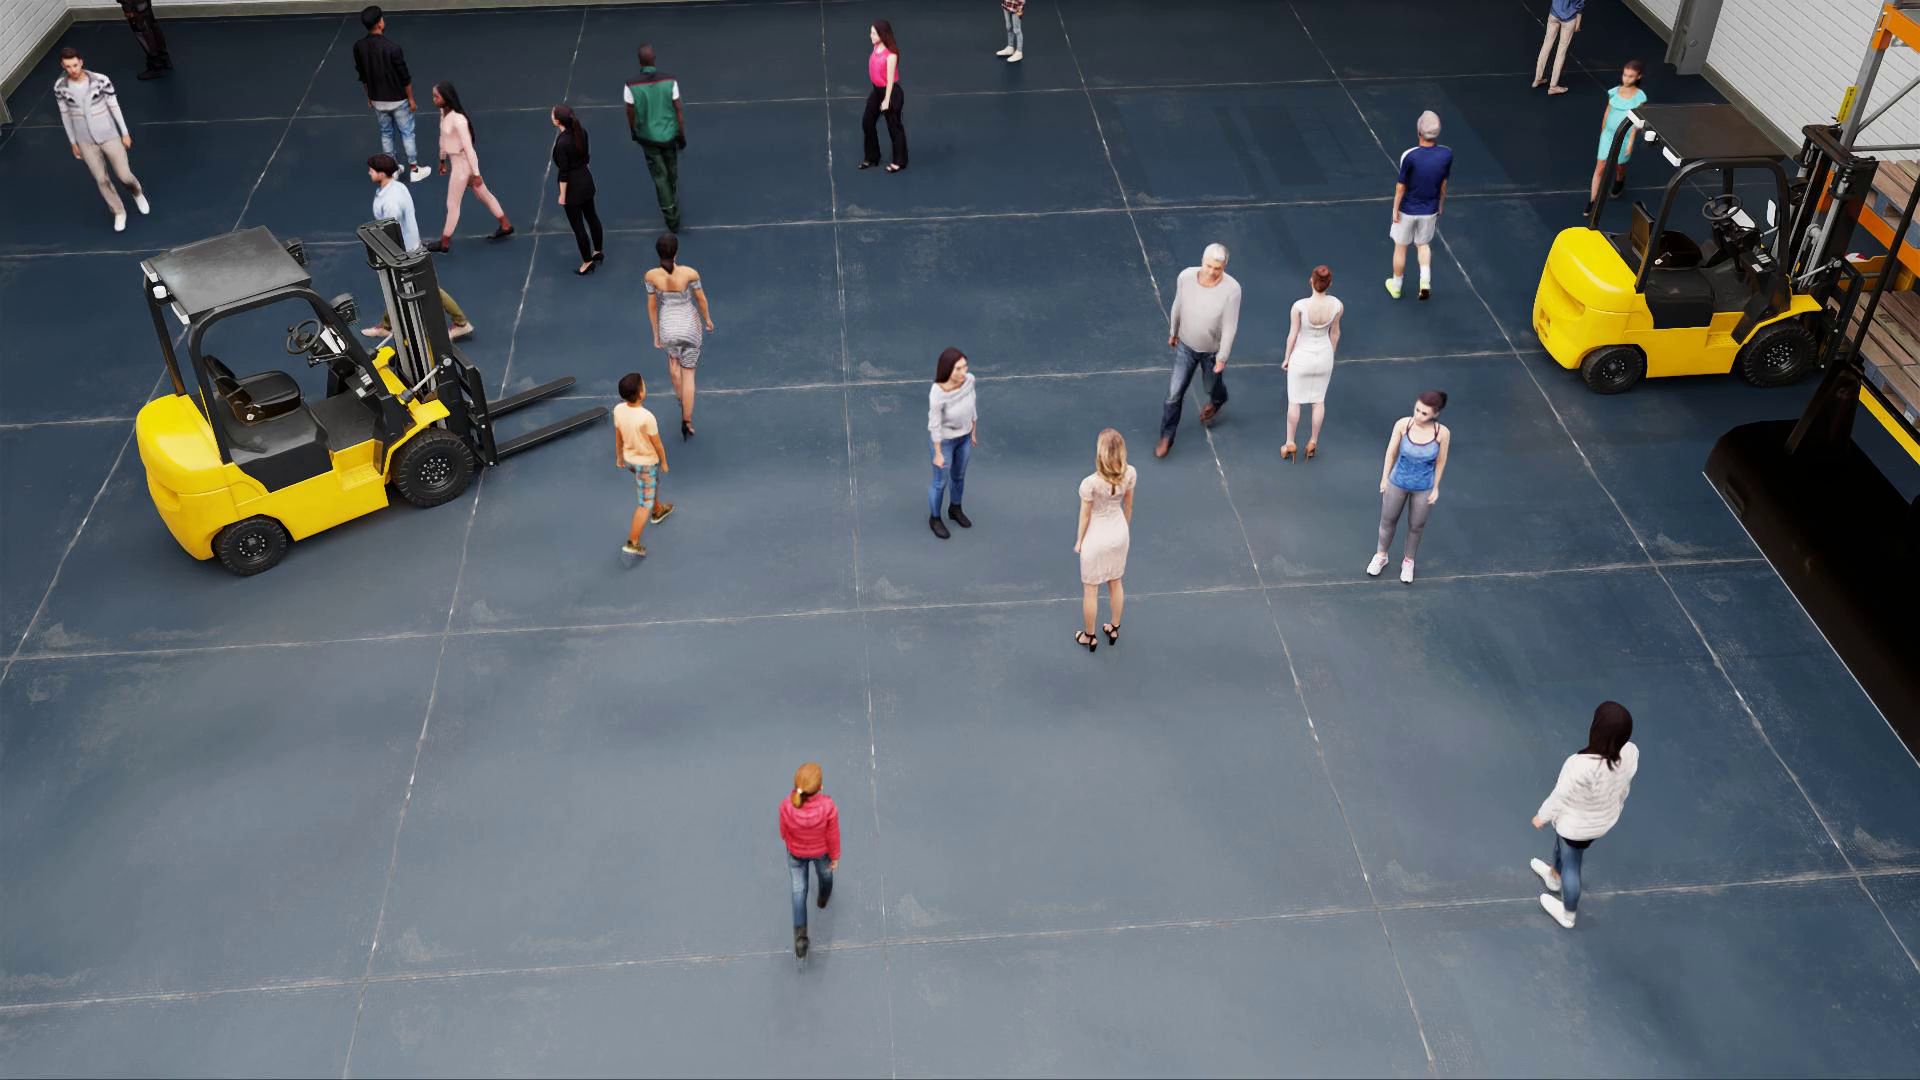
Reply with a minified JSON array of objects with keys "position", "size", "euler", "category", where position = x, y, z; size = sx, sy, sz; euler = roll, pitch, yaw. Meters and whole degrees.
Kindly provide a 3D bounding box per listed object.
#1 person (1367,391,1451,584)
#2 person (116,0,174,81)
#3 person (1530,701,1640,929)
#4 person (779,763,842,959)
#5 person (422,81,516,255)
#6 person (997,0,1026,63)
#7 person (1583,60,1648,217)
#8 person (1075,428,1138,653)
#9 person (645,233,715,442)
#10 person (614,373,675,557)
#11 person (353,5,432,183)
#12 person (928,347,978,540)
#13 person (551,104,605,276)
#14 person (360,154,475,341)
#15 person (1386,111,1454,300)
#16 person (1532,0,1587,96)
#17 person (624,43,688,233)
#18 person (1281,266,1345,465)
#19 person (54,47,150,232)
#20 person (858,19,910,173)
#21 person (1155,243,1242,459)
[{"position":[3.250,-0.398,11.968],"size":[0.644,1.609,0.652],"euler":[14,41,16],"category":"person"},{"position":[-9.472,-6.250,19.123],"size":[0.749,1.825,0.532],"euler":[-2,39,-2],"category":"person"},{"position":[3.599,1.615,9.436],"size":[0.770,1.623,0.837],"euler":[-21,43,-24],"category":"person"},{"position":[-0.870,1.811,9.454],"size":[0.549,1.294,0.900],"euler":[0,39,0],"category":"person"},{"position":[-4.642,-3.565,15.883],"size":[1.041,1.671,1.186],"euler":[-21,43,-24],"category":"person"},{"position":[0.640,-6.330,19.638],"size":[0.660,1.305,0.552],"euler":[-21,43,-25],"category":"person"},{"position":[6.587,-4.028,16.569],"size":[0.936,1.539,1.053],"euler":[23,44,27],"category":"person"},{"position":[0.981,0.019,11.284],"size":[0.628,1.811,0.600],"euler":[-15,41,-18],"category":"person"},{"position":[-2.250,-1.582,13.293],"size":[0.676,1.805,0.787],"euler":[3,39,4],"category":"person"},{"position":[-2.390,-0.546,12.287],"size":[0.873,1.442,1.046],"euler":[18,42,22],"category":"person"},{"position":[-5.850,-4.551,17.006],"size":[0.759,1.811,0.699],"euler":[7,39,9],"category":"person"},{"position":[-0.078,-0.740,12.380],"size":[0.667,1.630,0.704],"euler":[-31,48,-33],"category":"person"},{"position":[-3.574,-3.275,15.529],"size":[0.751,1.661,0.641],"euler":[15,41,18],"category":"person"},{"position":[-4.727,-2.478,14.450],"size":[0.876,1.762,1.191],"euler":[-9,39,-11],"category":"person"},{"position":[4.156,-2.939,14.978],"size":[0.625,1.822,0.840],"euler":[-3,39,-4],"category":"person"},{"position":[6.820,-5.911,18.801],"size":[0.765,1.697,0.655],"euler":[-22,44,-25],"category":"person"},{"position":[-2.917,-3.852,16.142],"size":[0.871,1.796,1.191],"euler":[-12,40,-14],"category":"person"},{"position":[2.747,-1.380,13.052],"size":[0.584,1.790,0.491],"euler":[-1,39,-1],"category":"person"},{"position":[-8.413,-3.967,16.254],"size":[0.756,1.838,0.791],"euler":[-10,40,-12],"category":"person"},{"position":[-0.691,-4.577,17.172],"size":[0.818,1.644,0.796],"euler":[-22,44,-25],"category":"person"},{"position":[1.974,-1.573,13.241],"size":[1.169,1.857,1.320],"euler":[22,43,25],"category":"person"}]
